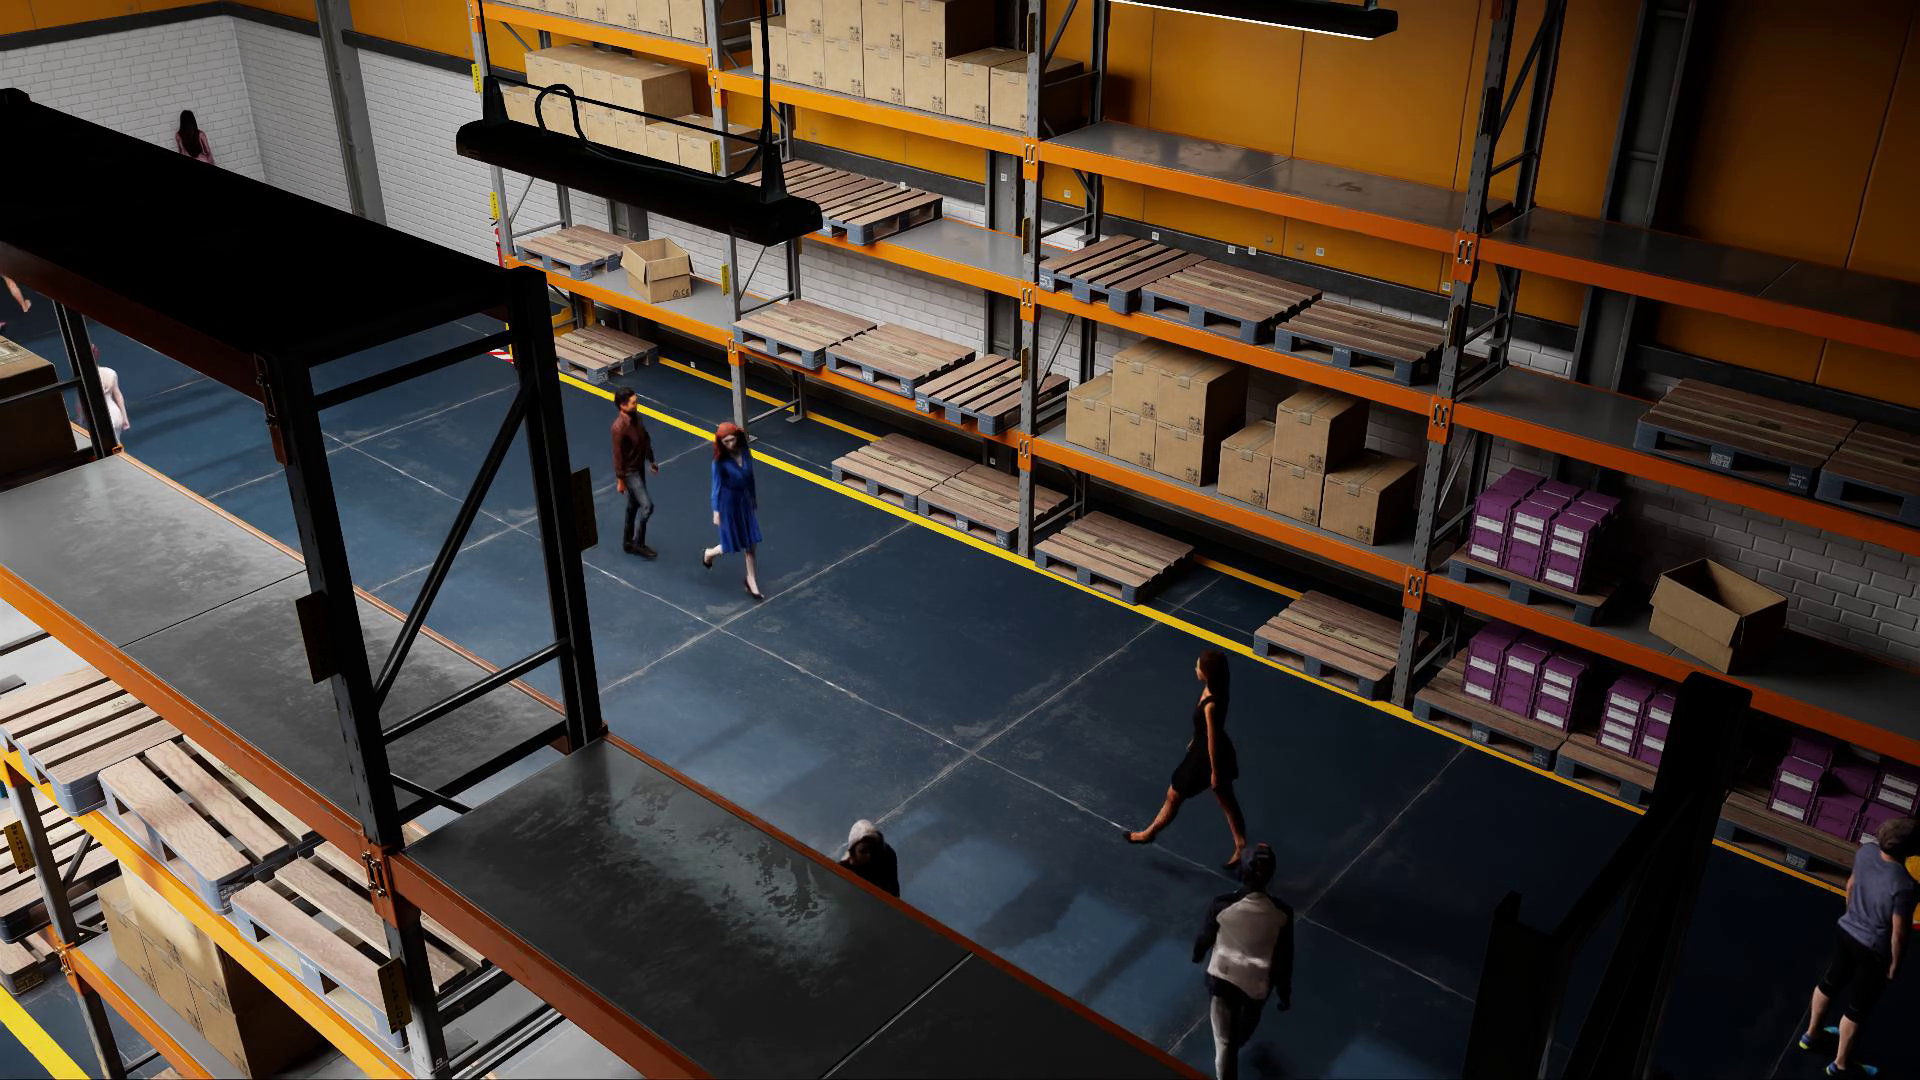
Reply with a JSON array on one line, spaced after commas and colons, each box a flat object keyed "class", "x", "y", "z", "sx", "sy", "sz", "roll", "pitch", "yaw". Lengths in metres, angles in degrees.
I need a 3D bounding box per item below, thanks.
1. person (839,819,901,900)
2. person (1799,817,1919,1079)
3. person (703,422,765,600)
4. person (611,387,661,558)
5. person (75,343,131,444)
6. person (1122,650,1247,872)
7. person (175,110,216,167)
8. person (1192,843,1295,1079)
[{"class": "person", "x": -0.600, "y": 2.397, "z": 10.336, "sx": 0.717, "sy": 1.731, "sz": 0.839, "roll": -22, "pitch": 35, "yaw": -34}, {"class": "person", "x": 5.499, "y": 2.447, "z": 10.079, "sx": 0.811, "sy": 1.889, "sz": 0.731, "roll": -5, "pitch": 29, "yaw": -9}, {"class": "person", "x": -2.116, "y": -0.291, "z": 15.190, "sx": 0.939, "sy": 1.801, "sz": 0.665, "roll": 18, "pitch": 33, "yaw": 30}, {"class": "person", "x": -3.219, "y": -0.649, "z": 15.887, "sx": 0.808, "sy": 1.764, "sz": 0.781, "roll": 4, "pitch": 29, "yaw": 8}, {"class": "person", "x": -8.539, "y": -1.104, "z": 16.746, "sx": 1.074, "sy": 1.739, "sz": 0.630, "roll": 19, "pitch": 34, "yaw": 30}, {"class": "person", "x": 1.858, "y": 1.610, "z": 11.717, "sx": 1.227, "sy": 1.790, "sz": 0.895, "roll": 8, "pitch": 30, "yaw": 14}, {"class": "person", "x": -11.290, "y": -5.478, "z": 24.689, "sx": 0.690, "sy": 1.811, "sz": 0.733, "roll": -4, "pitch": 29, "yaw": -8}, {"class": "person", "x": 1.637, "y": 2.673, "z": 9.716, "sx": 1.220, "sy": 1.841, "sz": 1.221, "roll": 1, "pitch": 29, "yaw": 1}]
